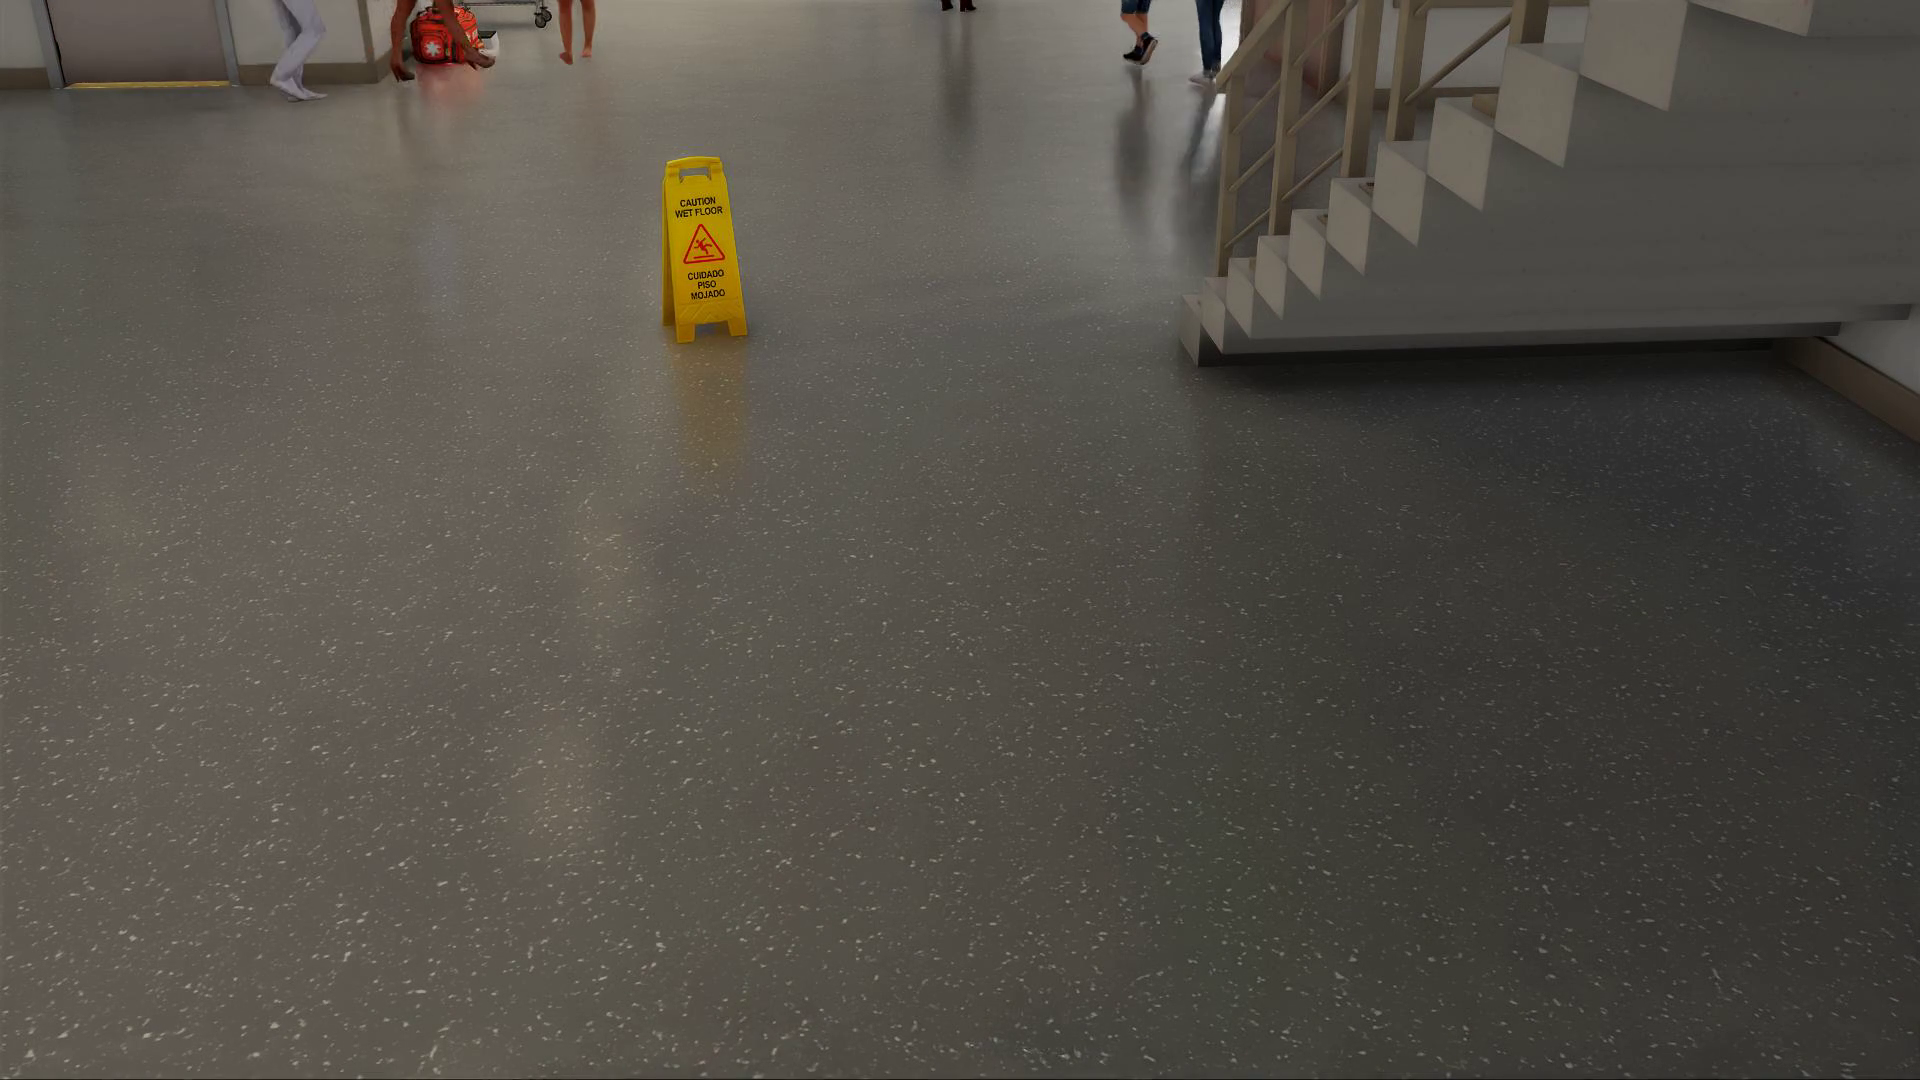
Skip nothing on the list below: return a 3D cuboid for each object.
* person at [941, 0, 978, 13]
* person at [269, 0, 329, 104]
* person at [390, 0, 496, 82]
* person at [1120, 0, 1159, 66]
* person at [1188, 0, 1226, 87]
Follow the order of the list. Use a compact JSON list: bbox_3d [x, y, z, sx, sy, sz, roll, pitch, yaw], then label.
[{"bbox_3d":[-0.031,-6.033,16.141,0.658,1.711,0.668,11,28,22],"label":"person"},{"bbox_3d":[-4.944,-4.056,11.868,0.863,1.862,0.761,-12,28,-23],"label":"person"},{"bbox_3d":[-4.157,-4.249,12.577,0.993,1.594,1.061,-19,32,-34],"label":"person"},{"bbox_3d":[1.480,-4.523,13.325,0.711,1.436,0.853,-12,28,-24],"label":"person"},{"bbox_3d":[1.946,-4.291,12.609,0.656,1.641,0.673,-14,29,-26],"label":"person"}]
